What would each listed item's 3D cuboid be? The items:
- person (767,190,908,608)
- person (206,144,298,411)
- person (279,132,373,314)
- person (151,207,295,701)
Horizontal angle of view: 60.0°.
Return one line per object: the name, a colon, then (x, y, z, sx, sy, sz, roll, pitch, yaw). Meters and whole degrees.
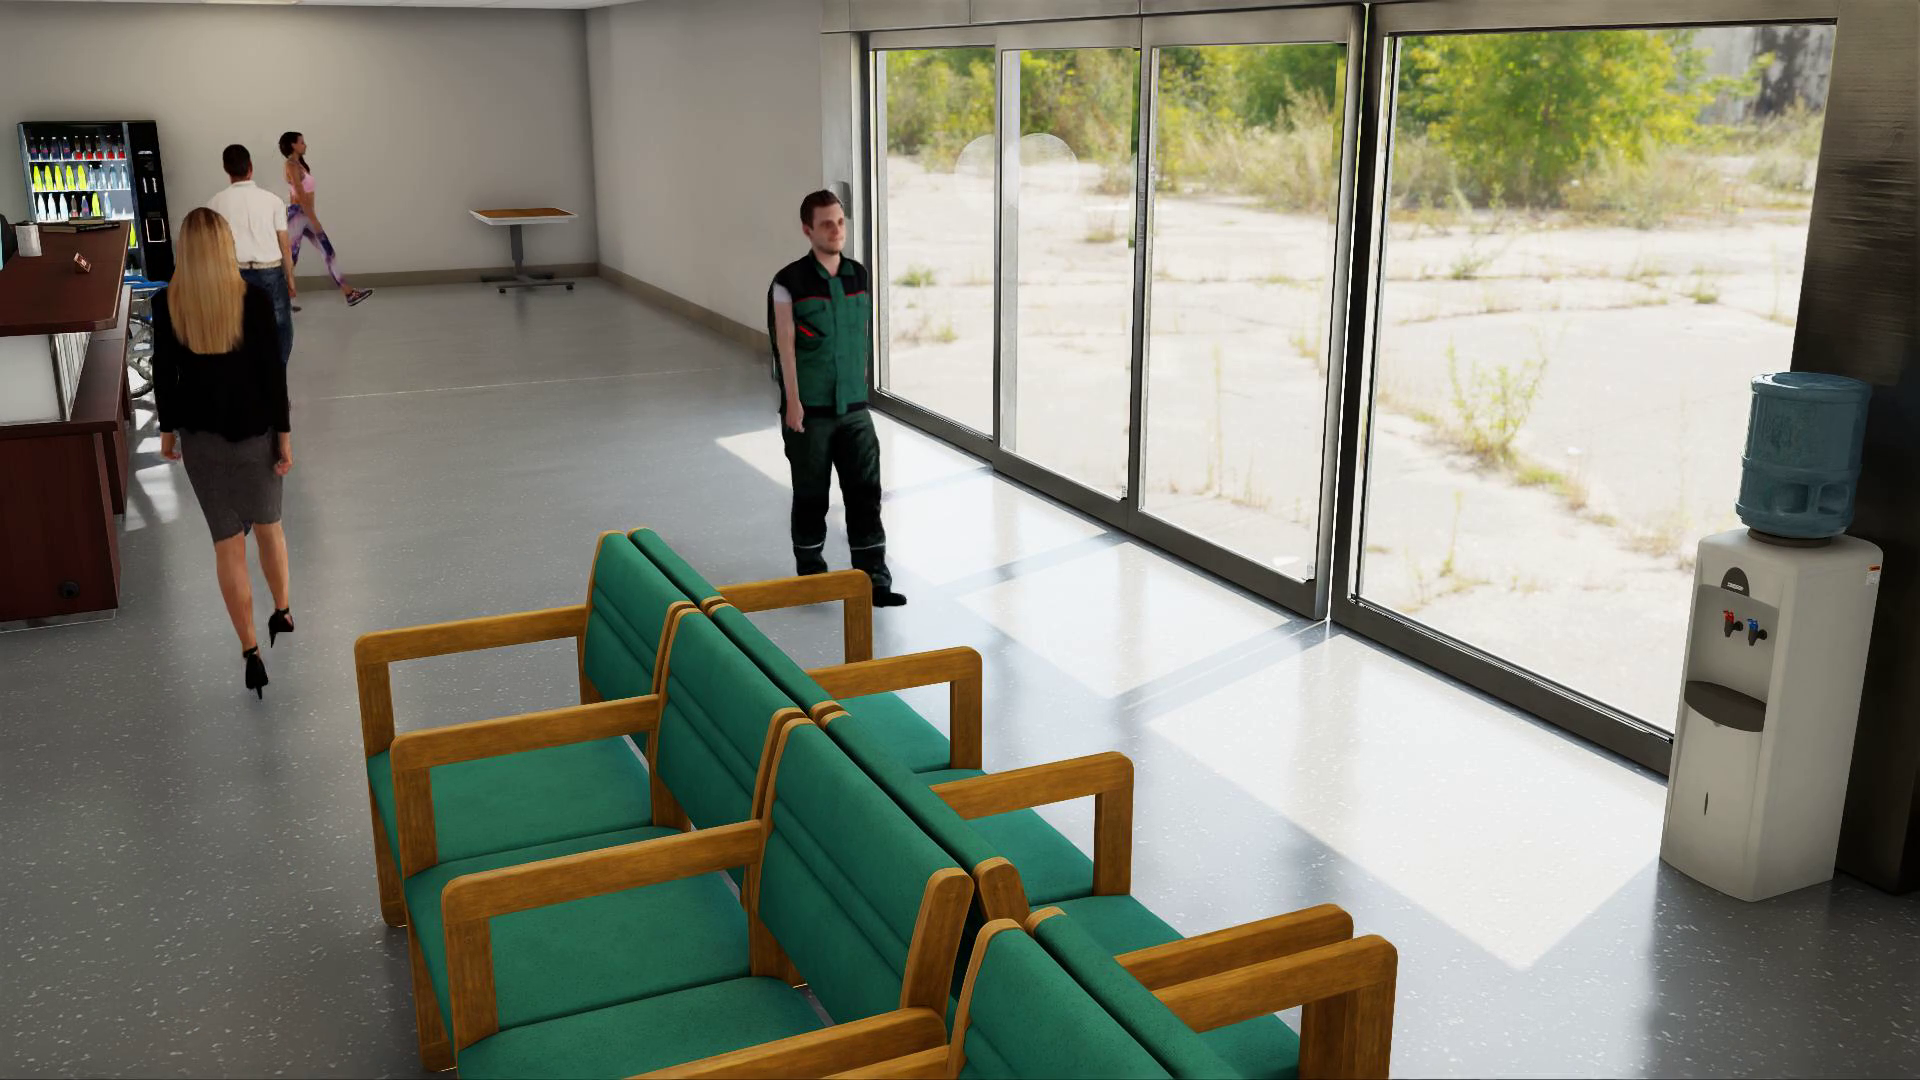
person: (-0.625, -0.600, 7.297, 0.882, 1.820, 0.784, -10, 19, -31)
person: (-4.773, -1.729, 11.259, 0.838, 1.847, 0.783, -5, 17, -18)
person: (-6.466, -3.024, 16.092, 1.208, 1.715, 0.757, -4, 16, -13)
person: (-2.728, -0.283, 6.195, 0.955, 1.810, 0.771, -6, 17, -19)
